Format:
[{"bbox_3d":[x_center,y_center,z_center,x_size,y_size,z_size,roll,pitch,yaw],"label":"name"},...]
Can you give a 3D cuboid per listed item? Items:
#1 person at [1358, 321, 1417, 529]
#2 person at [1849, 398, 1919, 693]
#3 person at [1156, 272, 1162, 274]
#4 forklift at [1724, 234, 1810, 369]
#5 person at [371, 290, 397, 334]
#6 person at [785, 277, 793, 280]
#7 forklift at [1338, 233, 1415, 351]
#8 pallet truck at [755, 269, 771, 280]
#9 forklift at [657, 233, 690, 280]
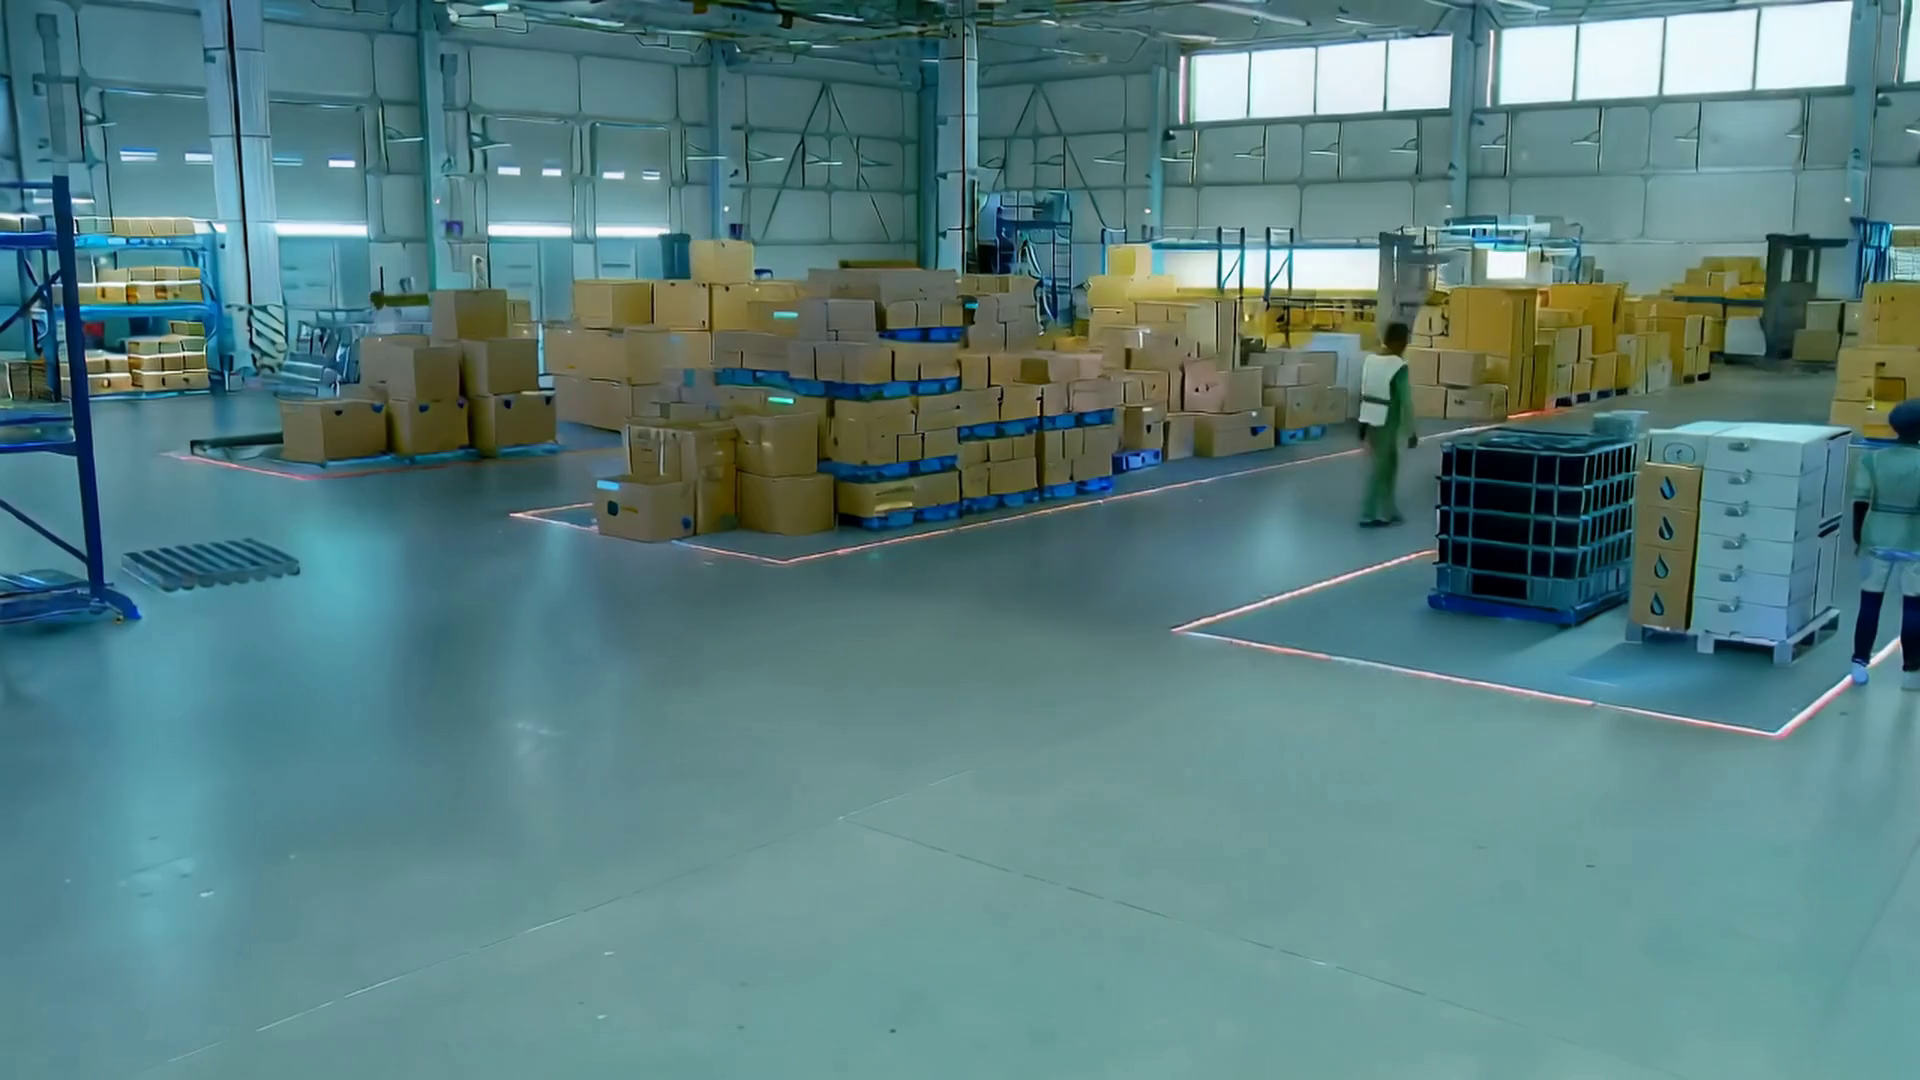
[{"bbox_3d":[3.952,-1.037,15.096,0.738,1.890,0.620,-4,11,-20],"label":"person"},{"bbox_3d":[5.409,0.032,9.578,0.540,1.696,0.316,8,13,39],"label":"person"},{"bbox_3d":[5.009,-5.804,42.123,0.550,1.935,0.375,-5,11,-27],"label":"person"},{"bbox_3d":[17.205,-4.989,34.795,1.129,2.768,1.873,-5,11,-24],"label":"forklift"},{"bbox_3d":[-9.092,-3.027,26.476,1.038,1.893,0.620,-5,11,-28],"label":"person"},{"bbox_3d":[-3.726,-4.785,36.360,0.649,1.920,0.436,6,11,29],"label":"person"},{"bbox_3d":[8.302,-4.474,31.864,1.873,2.768,1.129,8,13,40],"label":"forklift"},{"bbox_3d":[-4.996,-6.432,45.525,1.885,1.965,0.823,-6,12,-32],"label":"pallet truck"},{"bbox_3d":[-5.606,-4.634,32.773,1.873,2.768,1.129,-6,11,-29],"label":"forklift"}]
